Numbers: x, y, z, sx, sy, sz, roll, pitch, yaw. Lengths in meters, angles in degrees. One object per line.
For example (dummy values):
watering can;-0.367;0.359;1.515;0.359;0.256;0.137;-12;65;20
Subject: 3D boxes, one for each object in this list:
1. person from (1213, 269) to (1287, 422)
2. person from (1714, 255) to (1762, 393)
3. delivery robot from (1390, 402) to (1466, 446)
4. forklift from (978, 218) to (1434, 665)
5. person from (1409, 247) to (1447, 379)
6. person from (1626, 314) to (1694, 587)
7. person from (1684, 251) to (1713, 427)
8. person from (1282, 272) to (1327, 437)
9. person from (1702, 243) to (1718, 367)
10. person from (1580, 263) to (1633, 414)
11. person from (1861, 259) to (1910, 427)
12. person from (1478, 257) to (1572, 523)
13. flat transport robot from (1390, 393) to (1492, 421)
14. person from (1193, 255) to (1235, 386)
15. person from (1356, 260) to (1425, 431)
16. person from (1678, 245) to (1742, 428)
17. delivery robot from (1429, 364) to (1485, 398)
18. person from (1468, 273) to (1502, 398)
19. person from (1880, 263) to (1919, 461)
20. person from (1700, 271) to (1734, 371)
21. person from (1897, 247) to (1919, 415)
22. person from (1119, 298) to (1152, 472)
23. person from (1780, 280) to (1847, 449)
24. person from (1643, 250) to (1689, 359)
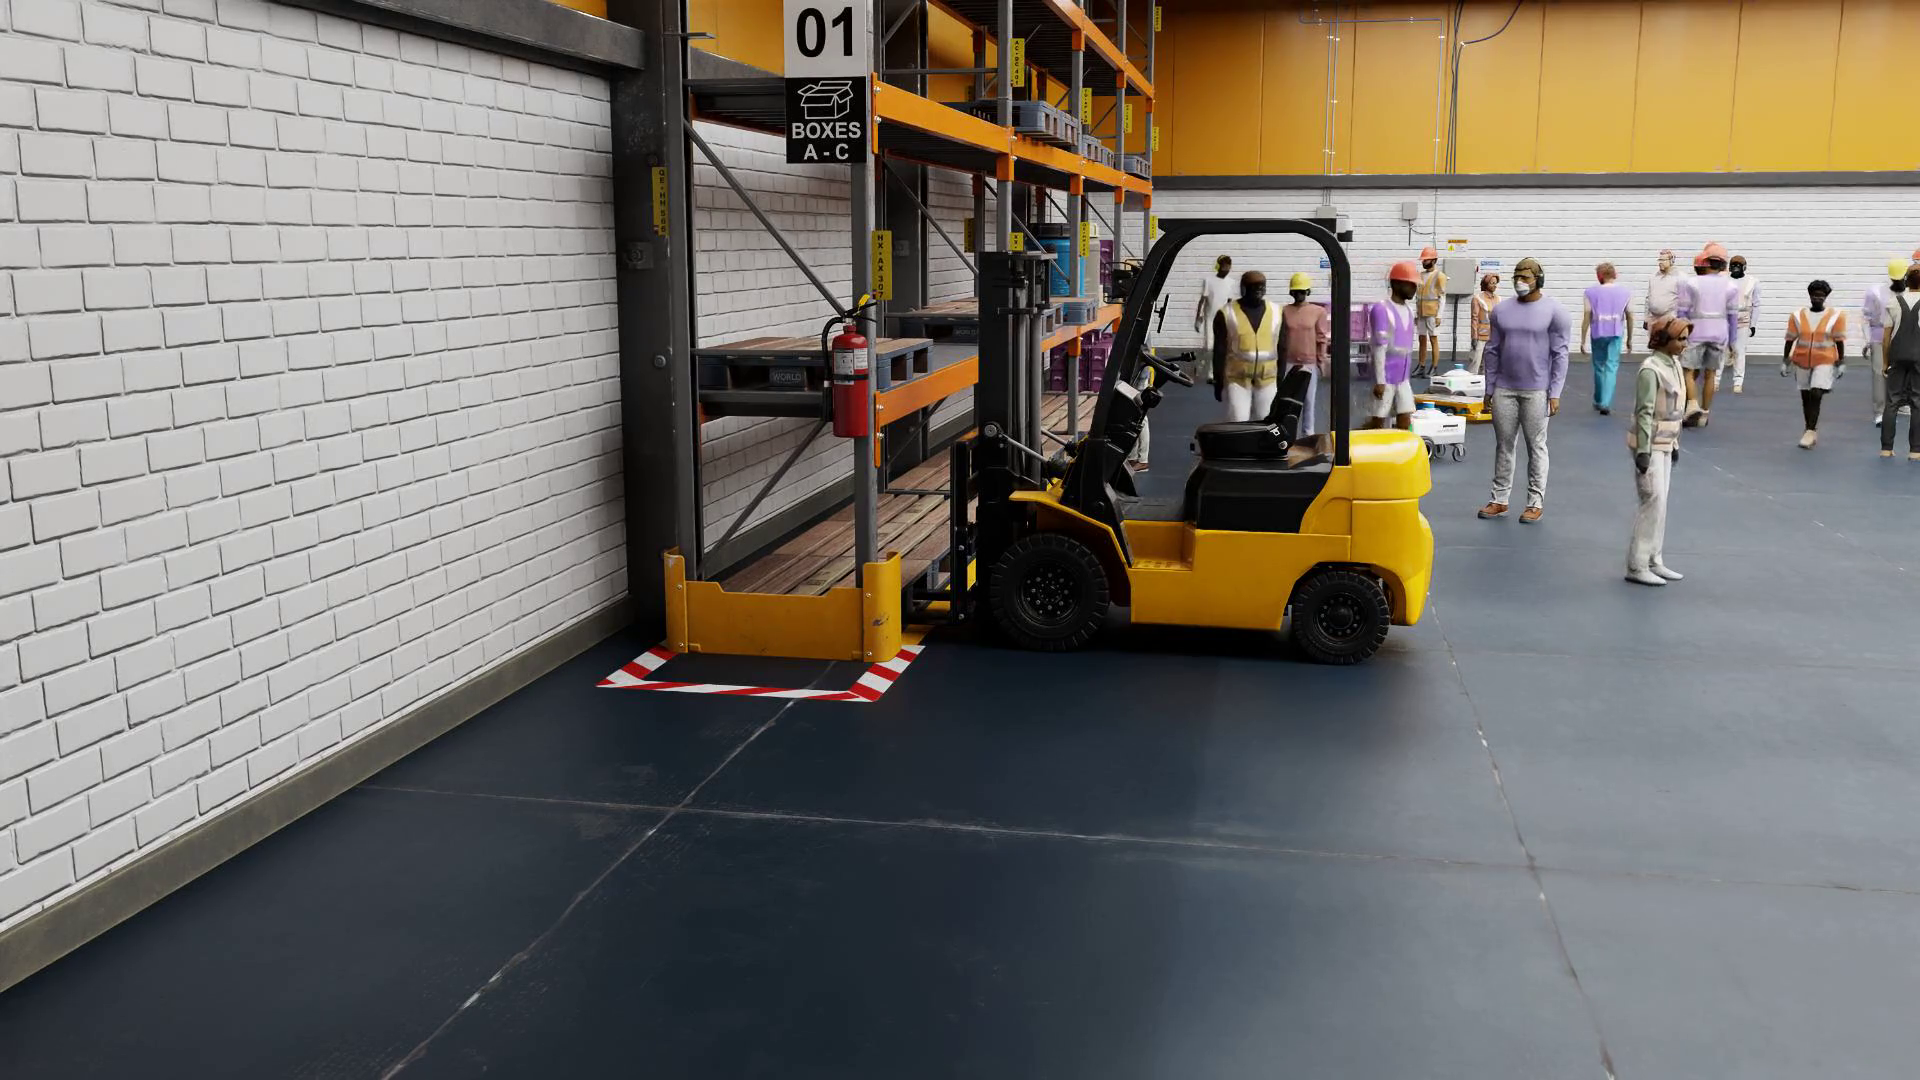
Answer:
person;2.402;-1.333;13.857;0.632;1.827;0.531;-1;10;-5
person;10.394;-2.899;22.382;0.619;1.845;0.430;7;13;34
delivery robot;4.356;-1.043;15.484;0.707;0.478;0.477;-5;11;-26
forklift;1.285;-0.567;8.635;2.313;2.155;1.214;2;11;11
person;6.913;-3.348;24.582;0.375;1.939;0.546;-5;12;-27
person;4.221;-0.547;10.064;0.353;1.629;0.530;8;13;37
person;8.188;-2.223;18.413;0.356;1.937;0.552;5;12;27
person;3.261;-1.696;16.037;0.524;1.757;0.348;3;11;14
person;12.046;-3.768;26.728;0.396;1.993;0.617;0;10;0
person;7.695;-2.390;19.793;0.592;1.790;0.962;3;11;14
person;10.281;-2.162;18.371;0.599;1.828;1.050;3;11;18
person;4.143;-1.097;12.241;0.630;1.939;0.372;10;14;42
flat transport robot;5.654;-1.553;19.312;0.652;0.197;1.431;-7;12;-32
person;3.556;-3.087;23.408;0.587;1.844;0.541;-4;11;-21
person;3.509;-1.367;13.822;0.571;1.910;0.790;-8;13;-37
person;8.170;-2.209;18.173;0.656;2.012;0.765;3;11;14
delivery robot;5.997;-1.873;20.035;0.707;0.478;0.477;-7;12;-34
person;6.554;-2.501;20.751;0.513;1.642;0.313;-6;12;-30
person;8.916;-1.664;15.602;0.508;1.847;0.345;9;14;42
person;11.761;-3.558;25.883;1.035;1.878;0.647;-2;11;-13
person;11.298;-2.476;19.641;0.612;1.997;0.376;-9;14;-41
person;1.545;-1.424;14.869;0.276;1.633;0.507;-3;11;-16
person;8.409;-1.729;16.439;0.562;1.650;0.759;9;14;42
person;9.845;-3.097;23.292;0.401;1.906;0.650;-6;12;-29
